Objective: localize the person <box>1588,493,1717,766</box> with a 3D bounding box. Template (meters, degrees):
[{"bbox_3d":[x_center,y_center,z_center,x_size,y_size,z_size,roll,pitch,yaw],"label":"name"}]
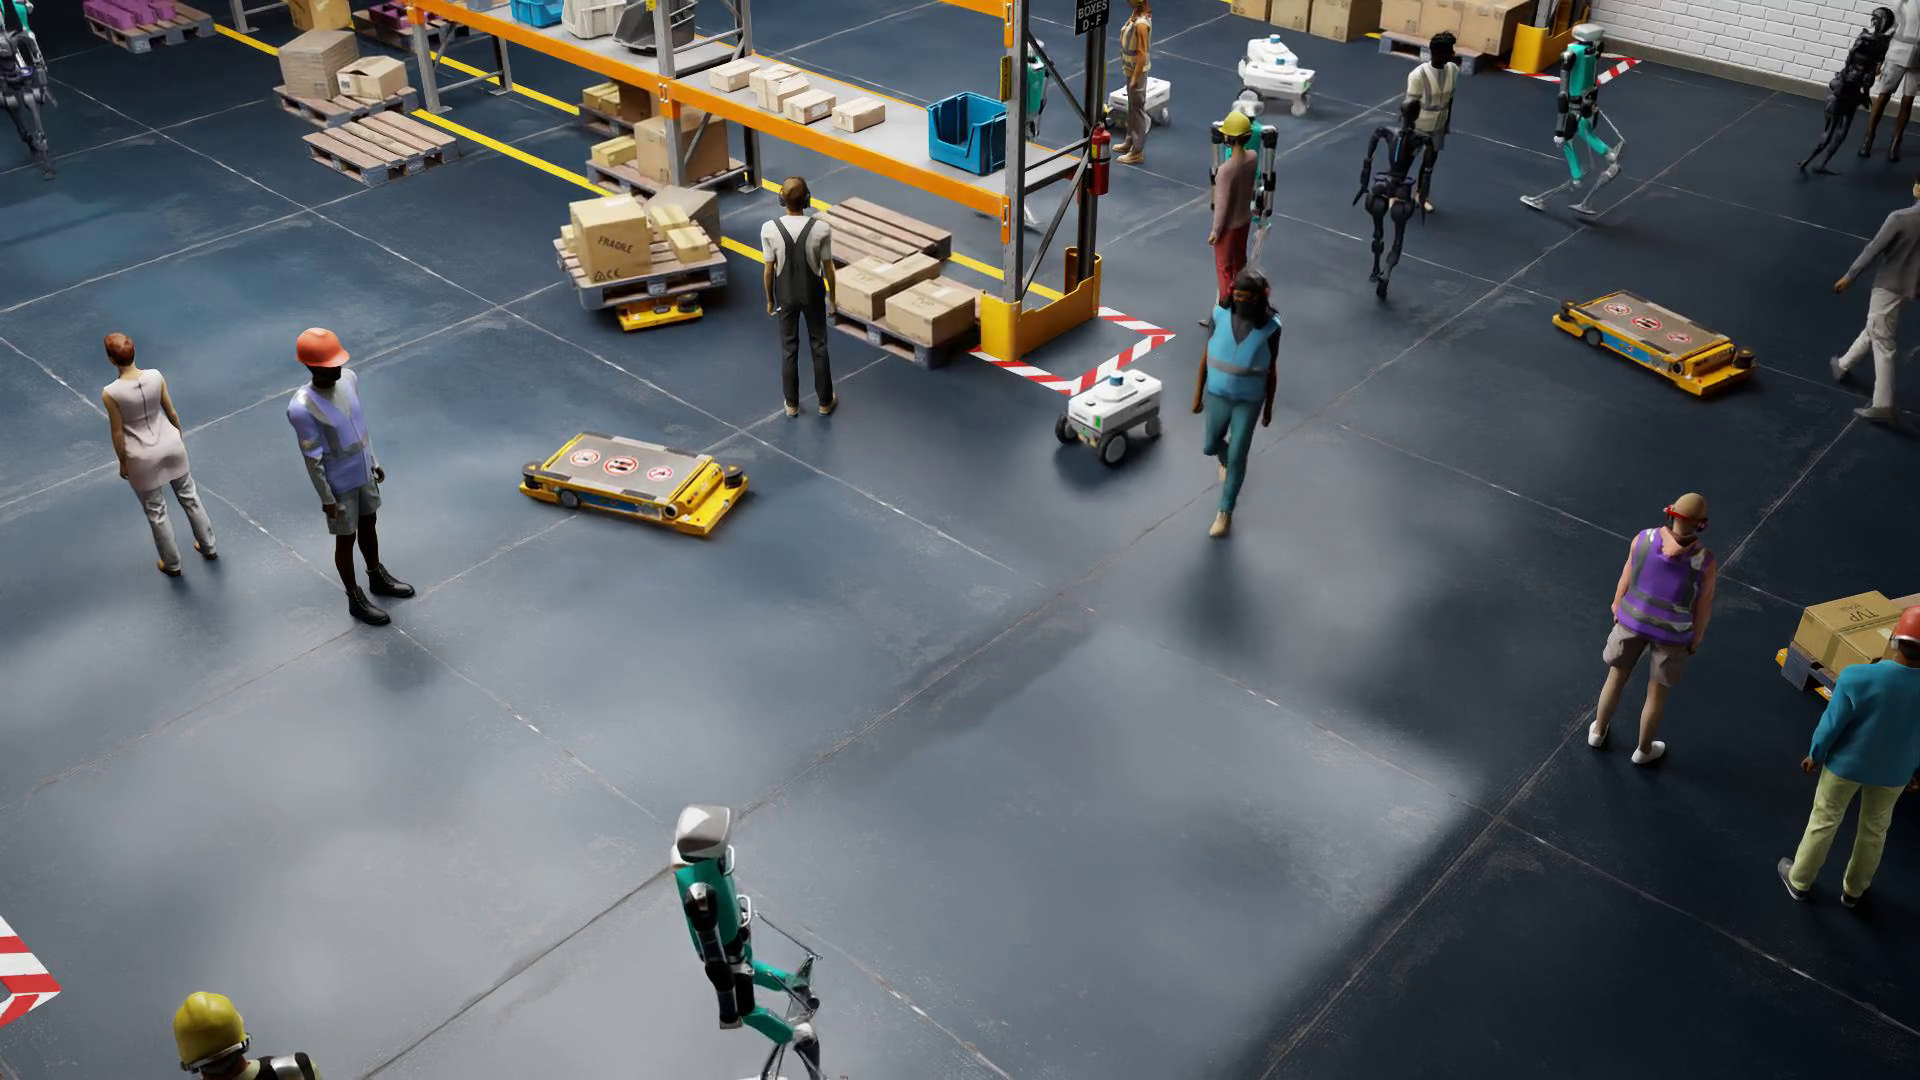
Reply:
[{"bbox_3d":[3.699,0.478,8.862,0.482,1.694,0.346,24,41,31],"label":"person"}]

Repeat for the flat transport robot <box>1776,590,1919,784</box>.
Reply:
[{"bbox_3d":[5.400,0.973,9.400,0.659,0.231,1.431,-11,36,-16],"label":"flat transport robot"}]

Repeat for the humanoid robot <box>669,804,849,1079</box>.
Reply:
[{"bbox_3d":[-0.749,1.818,6.979,0.786,1.887,0.551,-5,35,-7],"label":"humanoid robot"}]

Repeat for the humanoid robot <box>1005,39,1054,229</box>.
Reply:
[{"bbox_3d":[0.366,-3.656,14.869,1.026,1.758,0.538,28,44,34],"label":"humanoid robot"}]

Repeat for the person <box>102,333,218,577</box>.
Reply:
[{"bbox_3d":[-5.026,-0.533,10.364,0.283,1.650,0.431,22,40,28],"label":"person"}]

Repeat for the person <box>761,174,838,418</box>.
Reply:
[{"bbox_3d":[-1.139,-1.730,11.930,0.514,1.843,0.325,-1,35,-2],"label":"person"}]

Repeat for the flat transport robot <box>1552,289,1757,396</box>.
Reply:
[{"bbox_3d":[5.459,-1.585,13.107,0.659,0.231,1.431,-20,39,-26],"label":"flat transport robot"}]

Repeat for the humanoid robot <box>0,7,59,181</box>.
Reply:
[{"bbox_3d":[-8.972,-4.307,15.853,0.601,1.638,0.766,-13,37,-18],"label":"humanoid robot"}]

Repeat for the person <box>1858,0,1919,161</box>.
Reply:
[{"bbox_3d":[9.146,-4.628,16.063,0.546,1.924,0.382,14,37,19],"label":"person"}]

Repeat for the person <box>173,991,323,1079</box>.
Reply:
[{"bbox_3d":[-2.531,2.325,6.083,0.595,1.821,0.403,-15,37,-20],"label":"person"}]

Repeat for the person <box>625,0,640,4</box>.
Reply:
[{"bbox_3d":[-4.333,-7.403,20.256,0.909,1.724,0.493,1,35,2],"label":"person"}]

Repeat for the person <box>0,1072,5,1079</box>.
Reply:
[{"bbox_3d":[-3.345,2.474,5.996,0.335,1.660,0.495,-17,38,-23],"label":"person"}]

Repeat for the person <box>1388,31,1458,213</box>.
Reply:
[{"bbox_3d":[4.206,-3.747,14.989,0.536,1.692,0.320,-14,37,-20],"label":"person"}]

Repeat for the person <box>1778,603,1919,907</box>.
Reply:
[{"bbox_3d":[4.373,1.040,8.002,0.570,1.742,0.344,8,35,11],"label":"person"}]

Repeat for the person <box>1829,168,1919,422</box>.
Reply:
[{"bbox_3d":[6.780,-1.816,12.057,0.612,1.840,1.001,-3,35,-5],"label":"person"}]

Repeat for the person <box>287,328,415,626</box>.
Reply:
[{"bbox_3d":[-3.640,-0.392,9.911,0.353,1.938,0.542,10,36,14],"label":"person"}]

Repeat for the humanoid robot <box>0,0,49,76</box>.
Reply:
[{"bbox_3d":[-10.363,-5.886,18.052,0.533,1.799,0.698,-19,39,-25],"label":"humanoid robot"}]

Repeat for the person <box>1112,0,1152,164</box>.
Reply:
[{"bbox_3d":[1.673,-4.523,16.038,0.320,1.773,0.470,-1,35,-1],"label":"person"}]

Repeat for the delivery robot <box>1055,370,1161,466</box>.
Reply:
[{"bbox_3d":[1.080,-0.907,11.889,0.790,0.614,0.499,-27,43,-34],"label":"delivery robot"}]

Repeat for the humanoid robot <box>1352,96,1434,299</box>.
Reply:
[{"bbox_3d":[3.535,-2.834,13.698,0.615,1.637,0.627,14,37,19],"label":"humanoid robot"}]

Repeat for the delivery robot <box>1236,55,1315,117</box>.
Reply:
[{"bbox_3d":[3.313,-4.793,17.511,0.781,0.605,0.499,14,37,20],"label":"delivery robot"}]

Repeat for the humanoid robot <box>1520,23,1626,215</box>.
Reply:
[{"bbox_3d":[5.600,-3.660,14.822,0.540,1.758,0.926,-25,42,-32],"label":"humanoid robot"}]

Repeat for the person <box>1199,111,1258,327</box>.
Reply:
[{"bbox_3d":[2.123,-2.516,13.137,0.326,1.766,0.531,23,41,30],"label":"person"}]

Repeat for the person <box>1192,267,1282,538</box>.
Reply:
[{"bbox_3d":[1.805,-0.954,10.813,0.524,1.846,0.672,15,37,20],"label":"person"}]

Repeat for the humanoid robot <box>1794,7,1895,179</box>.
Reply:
[{"bbox_3d":[8.354,-4.207,15.673,0.608,1.645,0.403,-20,39,-26],"label":"humanoid robot"}]

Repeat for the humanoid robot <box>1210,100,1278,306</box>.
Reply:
[{"bbox_3d":[2.329,-2.790,13.568,0.544,1.761,0.933,13,37,18],"label":"humanoid robot"}]

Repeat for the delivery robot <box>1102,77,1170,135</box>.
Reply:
[{"bbox_3d":[1.822,-4.459,17.029,0.517,0.606,0.778,26,42,32],"label":"delivery robot"}]

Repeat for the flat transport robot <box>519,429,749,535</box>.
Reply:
[{"bbox_3d":[-2.236,-0.407,11.400,1.431,0.231,0.659,12,36,17],"label":"flat transport robot"}]

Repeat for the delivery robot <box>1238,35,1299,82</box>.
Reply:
[{"bbox_3d":[3.383,-5.185,18.087,0.499,0.613,0.802,-8,35,-11],"label":"delivery robot"}]

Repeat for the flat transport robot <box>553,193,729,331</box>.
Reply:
[{"bbox_3d":[-2.689,-2.179,13.967,0.659,0.231,1.431,-14,37,-20],"label":"flat transport robot"}]
